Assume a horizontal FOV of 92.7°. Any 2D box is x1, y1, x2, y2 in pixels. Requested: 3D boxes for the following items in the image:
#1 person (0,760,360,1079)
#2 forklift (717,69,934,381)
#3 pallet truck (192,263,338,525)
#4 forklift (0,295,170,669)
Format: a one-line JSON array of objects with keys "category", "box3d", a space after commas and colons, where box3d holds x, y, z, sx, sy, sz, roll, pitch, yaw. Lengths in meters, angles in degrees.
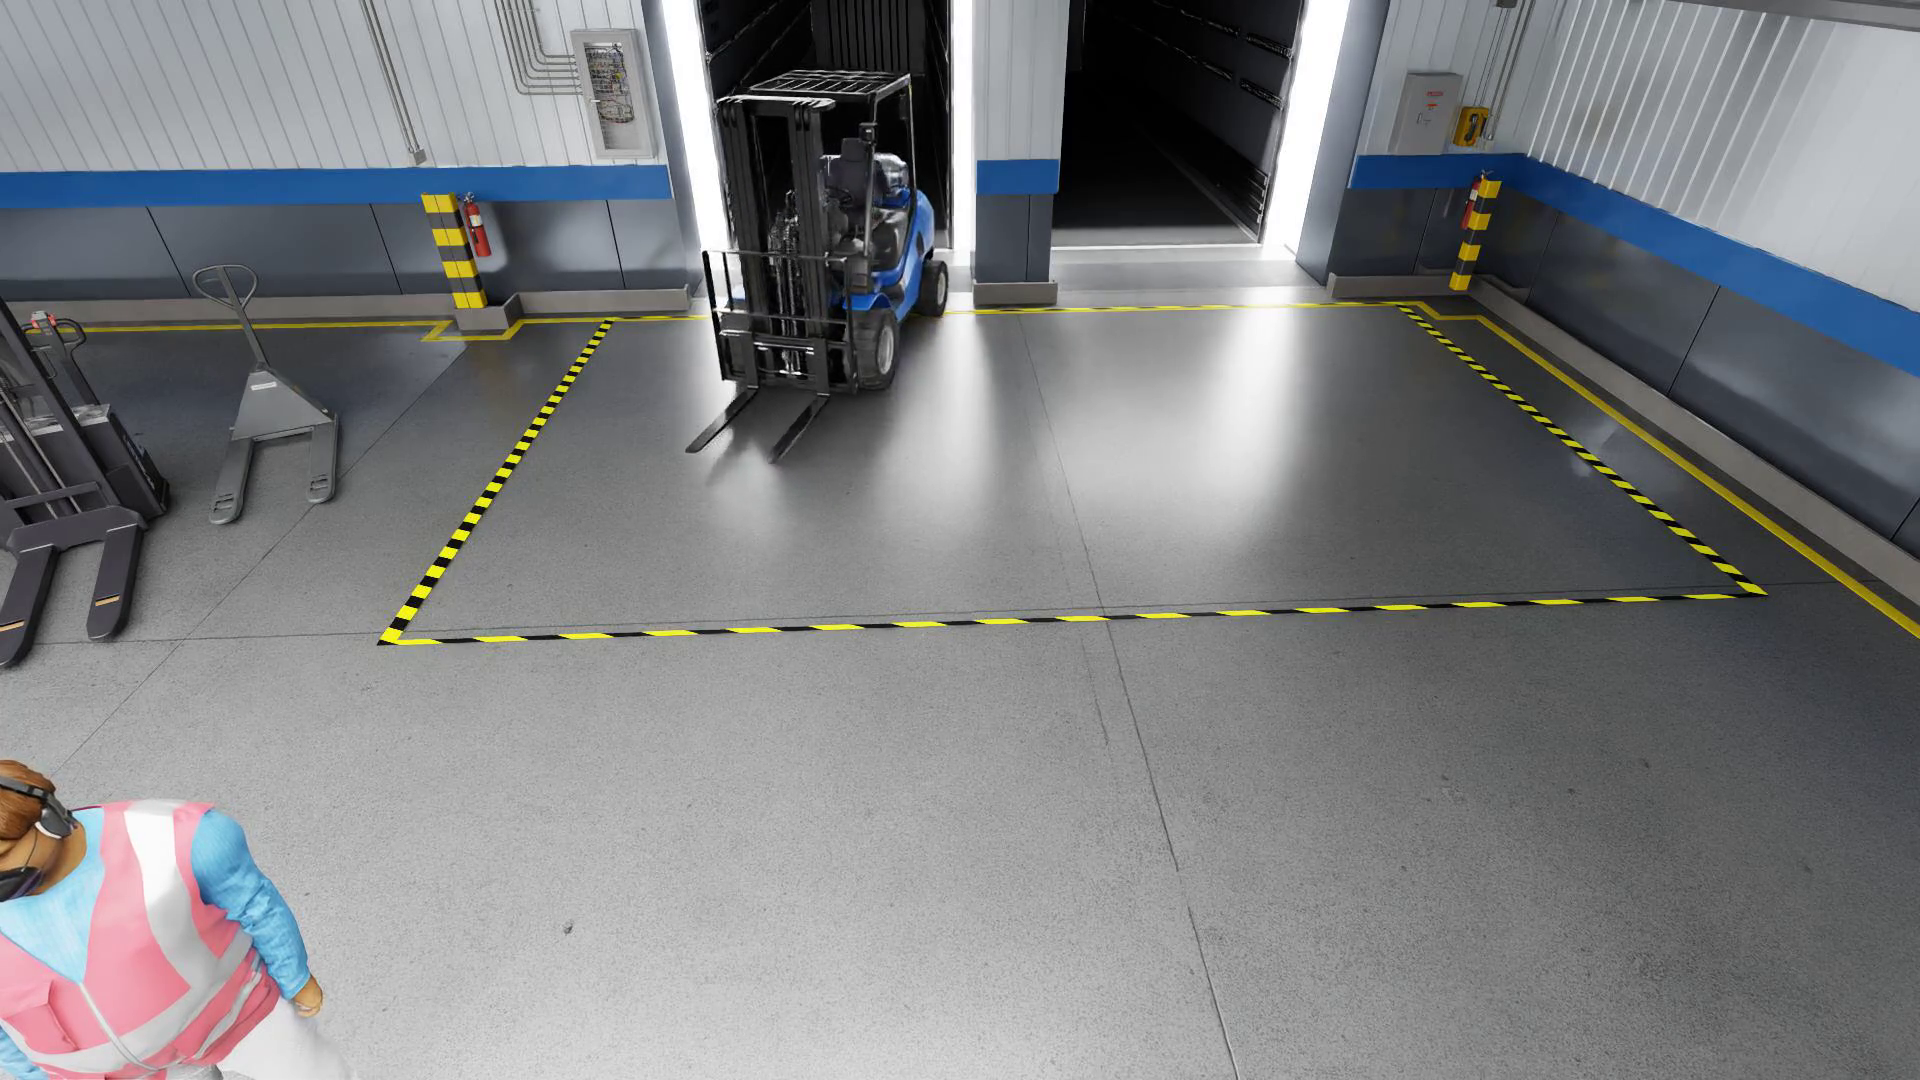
[{"category": "person", "box3d": [-2.000, 1.238, 2.346, 0.624, 1.843, 0.429, -20, 39, -26]}, {"category": "forklift", "box3d": [-1.023, -2.725, 7.589, 1.157, 2.036, 2.680, 8, 36, 11]}, {"category": "pallet truck", "box3d": [-4.778, -1.027, 6.128, 0.680, 1.201, 1.601, -17, 38, -23]}, {"category": "forklift", "box3d": [-5.212, -0.618, 4.878, 0.823, 1.965, 1.885, -20, 39, -26]}]
